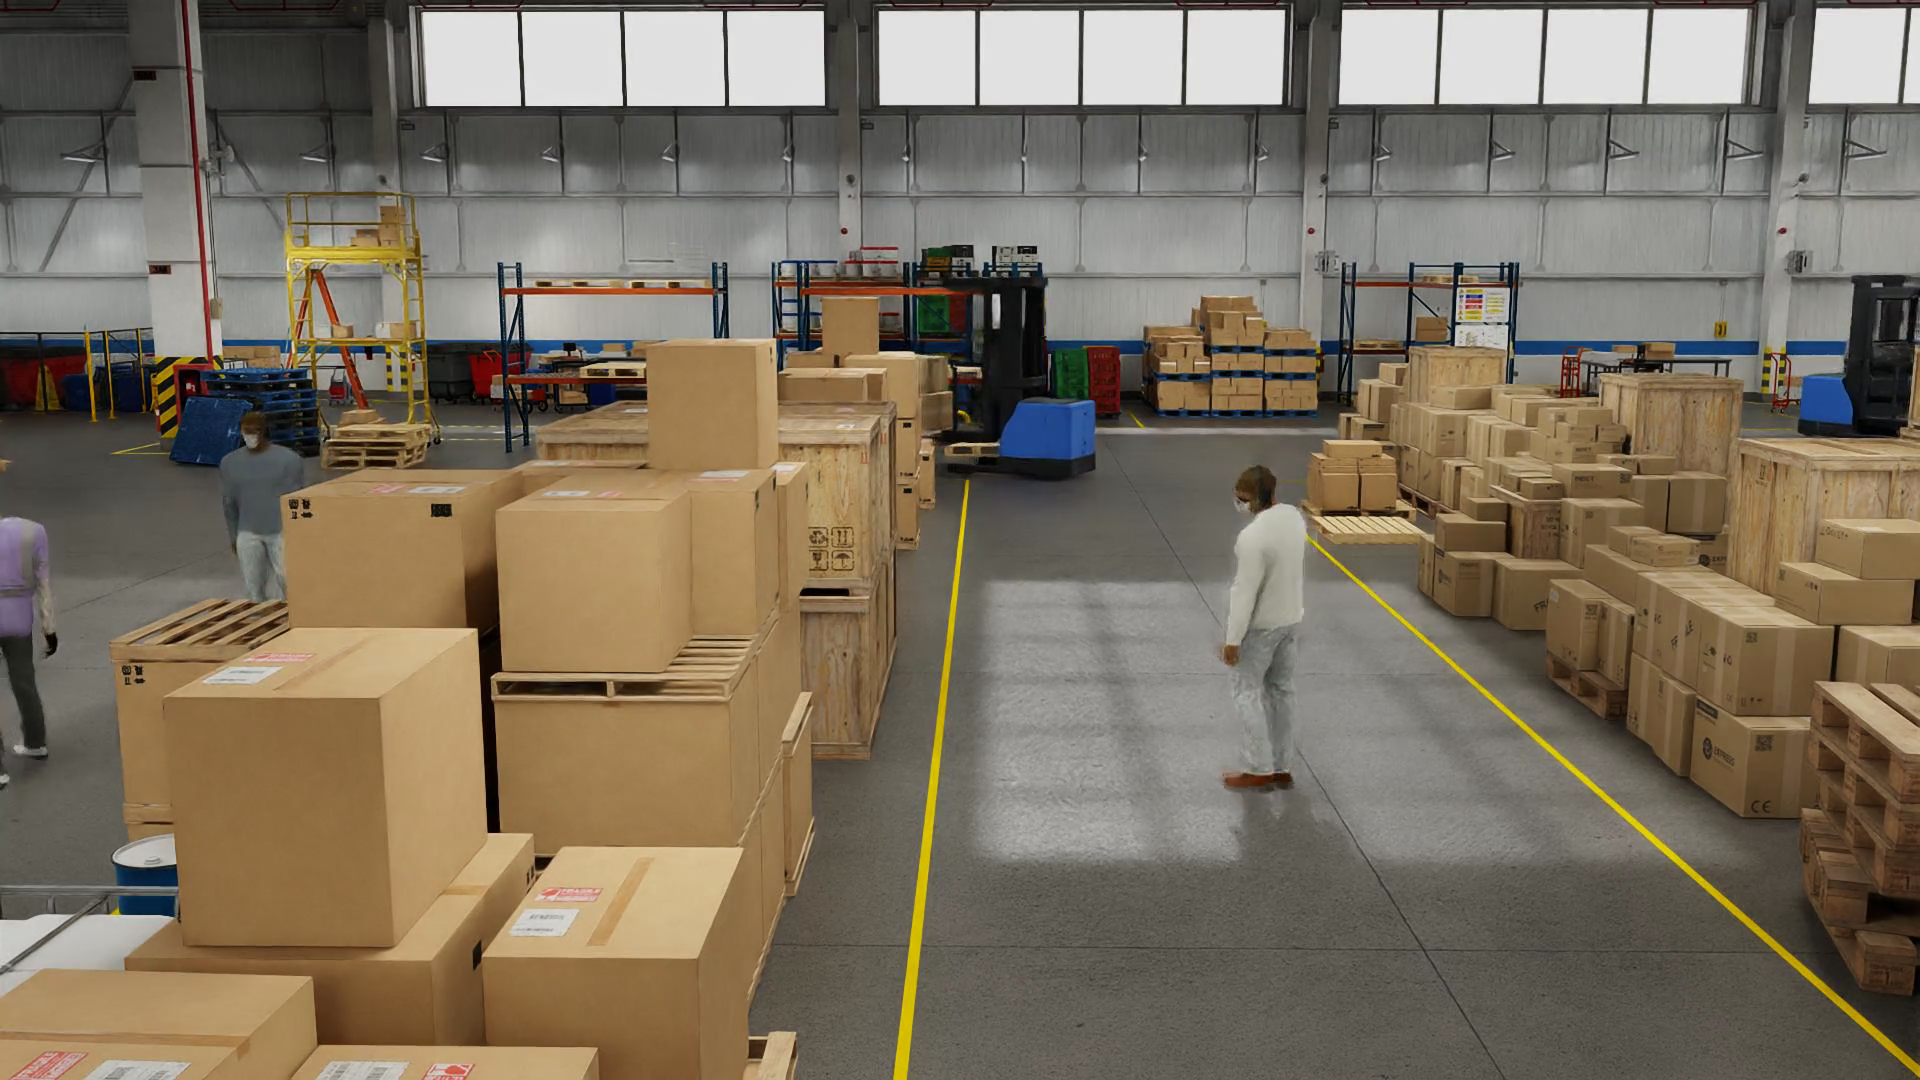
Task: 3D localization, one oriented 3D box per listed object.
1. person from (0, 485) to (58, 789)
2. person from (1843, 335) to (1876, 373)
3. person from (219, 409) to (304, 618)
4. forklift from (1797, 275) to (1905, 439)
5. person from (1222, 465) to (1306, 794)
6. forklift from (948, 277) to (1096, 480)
[{"bbox_3d":[-5.671,0.490,9.782,0.597,1.874,0.891,-8,12,-40],"label":"person"},{"bbox_3d":[18.471,-3.608,34.164,0.547,1.911,0.827,4,10,24],"label":"person"},{"bbox_3d":[-5.362,-0.066,12.901,0.629,1.924,0.710,-1,10,-7],"label":"person"},{"bbox_3d":[15.408,-3.089,28.137,1.129,2.768,1.873,-5,11,-26],"label":"forklift"},{"bbox_3d":[1.776,0.518,9.528,0.354,1.912,0.667,9,13,44],"label":"person"},{"bbox_3d":[0.909,-2.330,23.591,1.873,2.768,1.129,5,11,27],"label":"forklift"}]
